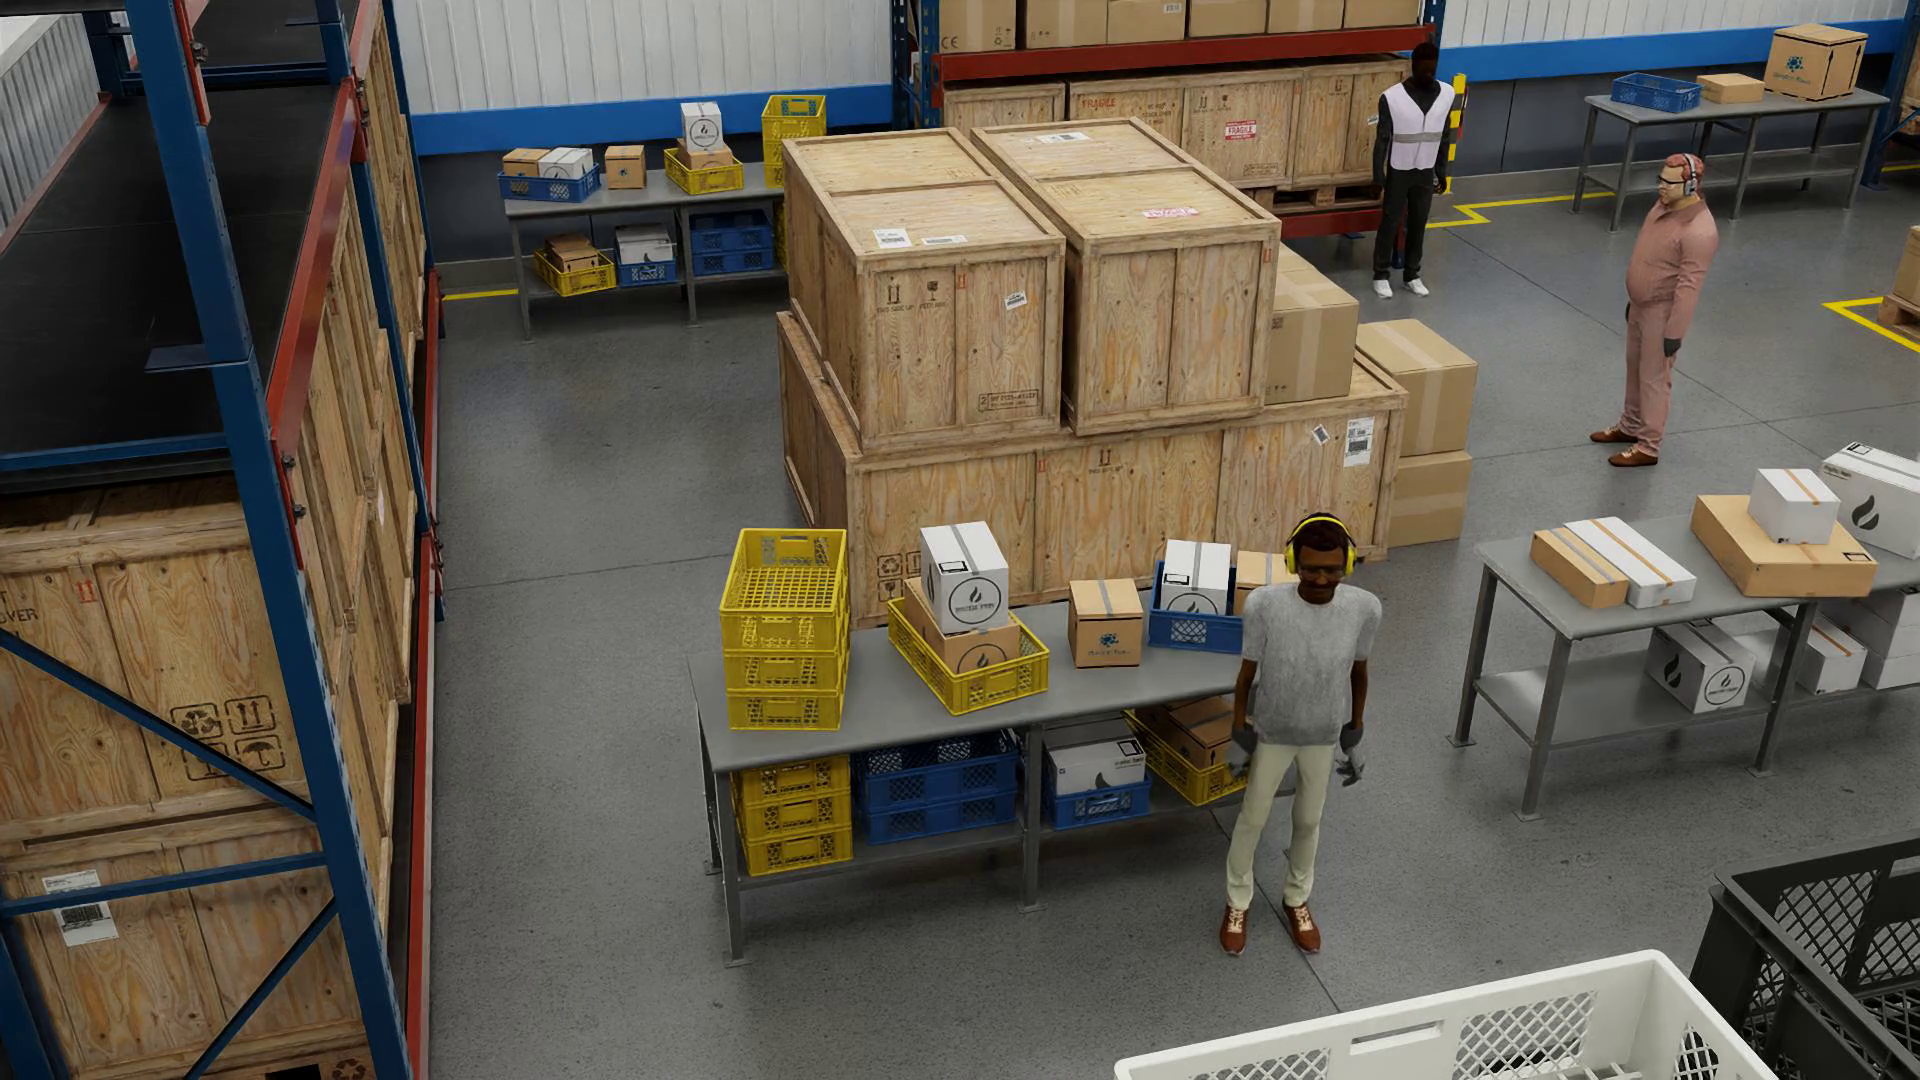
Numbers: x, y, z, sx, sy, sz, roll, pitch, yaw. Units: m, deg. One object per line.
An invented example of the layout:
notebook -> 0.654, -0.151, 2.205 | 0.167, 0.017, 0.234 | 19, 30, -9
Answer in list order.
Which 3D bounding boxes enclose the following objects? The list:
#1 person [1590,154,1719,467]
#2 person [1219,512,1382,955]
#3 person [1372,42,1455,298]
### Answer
person -> 4.132, -1.358, 9.885 | 0.400, 1.900, 0.648 | 0, 29, 0
person -> 1.247, 0.730, 6.118 | 0.514, 1.872, 0.332 | 0, 29, 0
person -> 3.345, -2.752, 12.405 | 0.597, 1.907, 0.407 | -7, 30, -12
